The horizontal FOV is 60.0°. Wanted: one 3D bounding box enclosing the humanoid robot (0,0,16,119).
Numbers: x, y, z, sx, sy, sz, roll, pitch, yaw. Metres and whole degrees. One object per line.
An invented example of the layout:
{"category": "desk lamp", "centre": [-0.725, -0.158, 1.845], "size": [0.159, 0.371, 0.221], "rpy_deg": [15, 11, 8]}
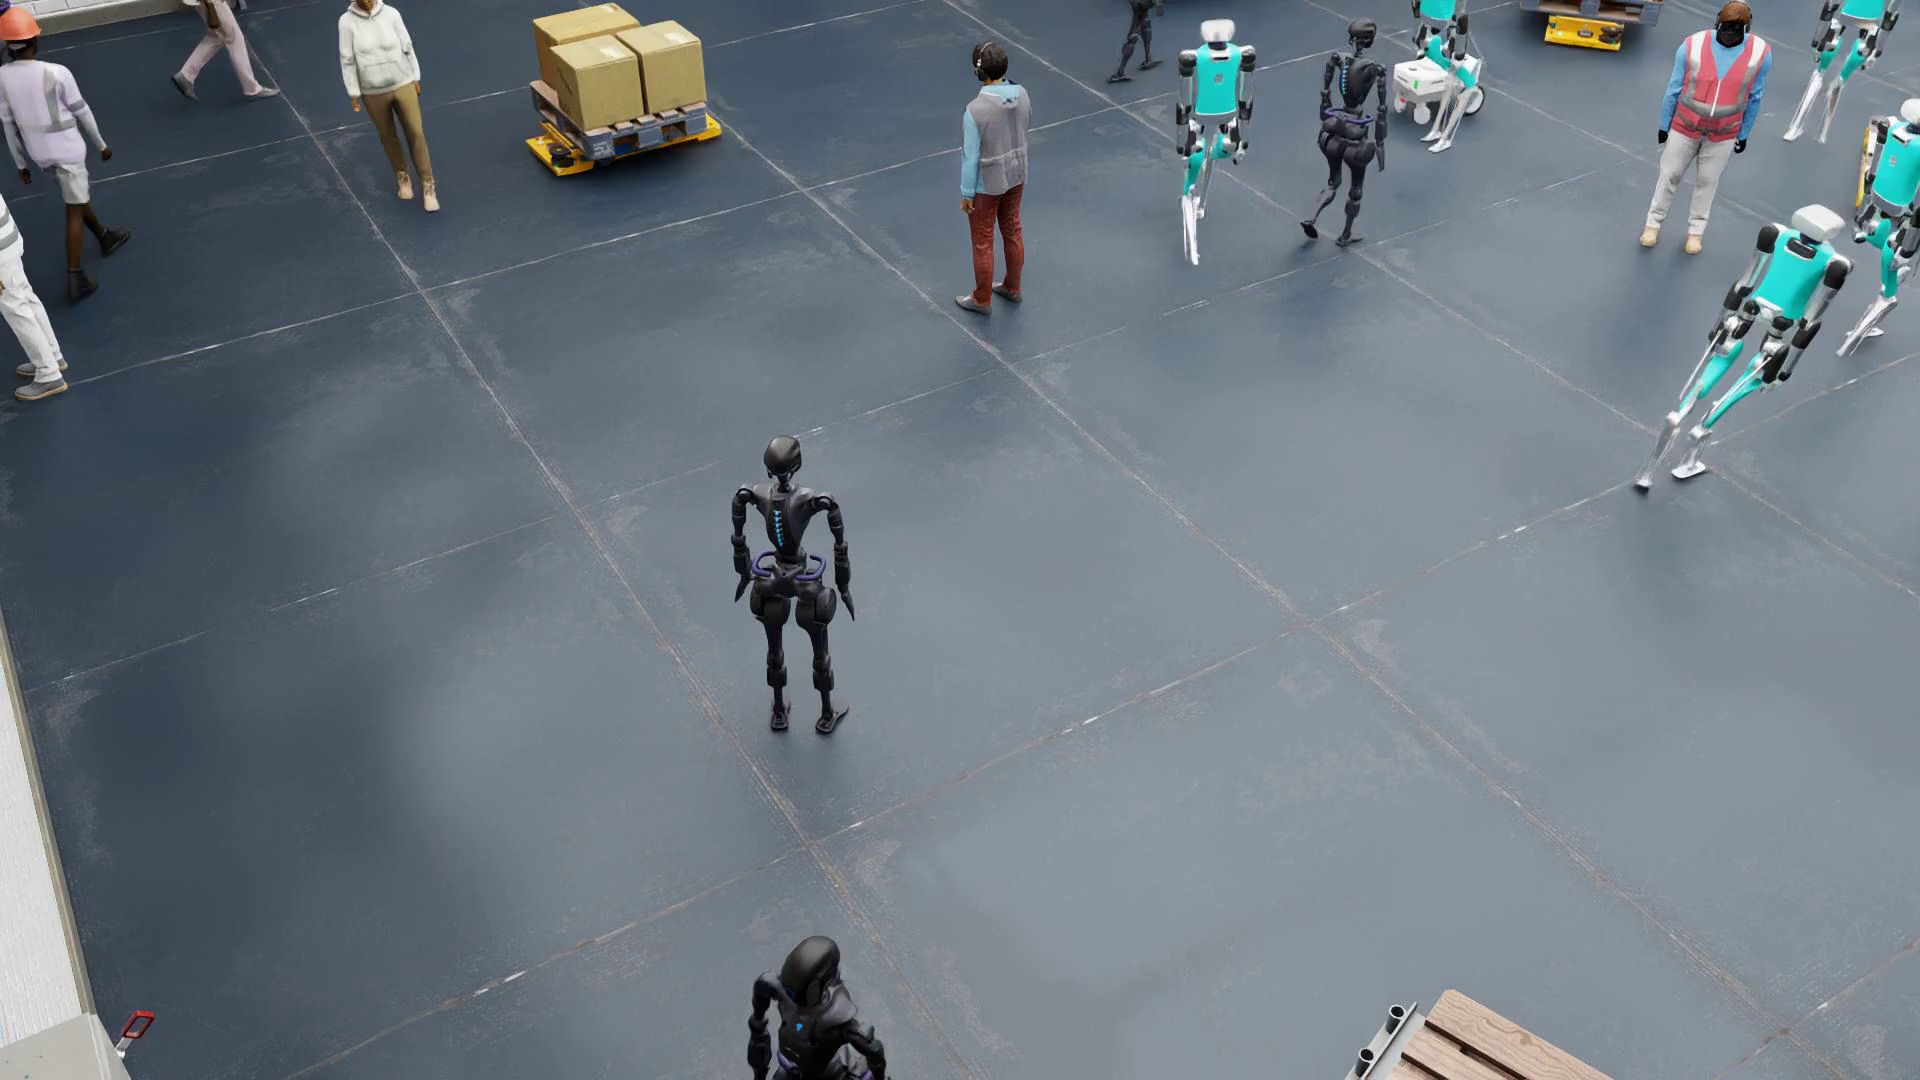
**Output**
{"category": "humanoid robot", "centre": [-7.825, -4.161, 13.439], "size": [0.761, 1.634, 0.590], "rpy_deg": [-26, 45, -29]}

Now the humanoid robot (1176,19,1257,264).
{"category": "humanoid robot", "centre": [1.749, -2.908, 11.868], "size": [0.552, 1.803, 1.073], "rpy_deg": [-2, 38, -2]}

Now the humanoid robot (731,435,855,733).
{"category": "humanoid robot", "centre": [-0.800, 0.216, 7.873], "size": [0.599, 1.657, 0.315], "rpy_deg": [7, 39, 8]}

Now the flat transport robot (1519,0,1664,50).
{"category": "flat transport robot", "centre": [5.861, -4.938, 15.523], "size": [0.659, 0.231, 1.431], "rpy_deg": [13, 40, 15]}

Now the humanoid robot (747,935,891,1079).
{"category": "humanoid robot", "centre": [-0.494, 1.928, 5.758], "size": [0.605, 1.622, 0.778], "rpy_deg": [19, 42, 23]}

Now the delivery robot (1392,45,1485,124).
{"category": "delivery robot", "centre": [4.004, -3.826, 13.905], "size": [0.785, 0.614, 0.506], "rpy_deg": [-16, 41, -19]}

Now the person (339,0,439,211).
{"category": "person", "centre": [-4.210, -3.257, 12.213], "size": [0.541, 1.746, 0.701], "rpy_deg": [-12, 40, -15]}

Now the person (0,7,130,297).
{"category": "person", "centre": [-6.178, -2.650, 11.340], "size": [0.542, 1.886, 0.991], "rpy_deg": [4, 39, 5]}

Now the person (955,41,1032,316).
{"category": "person", "centre": [0.233, -2.357, 10.978], "size": [0.534, 1.873, 0.416], "rpy_deg": [-29, 46, -31]}

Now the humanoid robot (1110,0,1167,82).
{"category": "humanoid robot", "centre": [1.591, -4.747, 14.160], "size": [0.683, 1.634, 0.603], "rpy_deg": [-13, 40, -16]}

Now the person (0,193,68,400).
{"category": "person", "centre": [-5.927, -1.748, 10.211], "size": [0.343, 1.872, 0.579], "rpy_deg": [-15, 41, -18]}

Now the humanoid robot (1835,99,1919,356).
{"category": "humanoid robot", "centre": [6.057, -1.953, 10.612], "size": [0.748, 1.819, 0.538], "rpy_deg": [-9, 39, -11]}

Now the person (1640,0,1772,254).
{"category": "person", "centre": [5.230, -2.894, 11.691], "size": [0.628, 1.835, 0.431], "rpy_deg": [13, 40, 16]}

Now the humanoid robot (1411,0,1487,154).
{"category": "humanoid robot", "centre": [3.871, -3.915, 13.063], "size": [0.792, 1.781, 0.553], "rpy_deg": [-22, 44, -26]}

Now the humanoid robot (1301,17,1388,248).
{"category": "humanoid robot", "centre": [2.719, -2.846, 11.751], "size": [0.464, 1.641, 0.598], "rpy_deg": [-29, 47, -31]}

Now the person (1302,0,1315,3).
{"category": "person", "centre": [3.134, -6.077, 15.805], "size": [0.571, 1.707, 0.931], "rpy_deg": [-24, 44, -27]}

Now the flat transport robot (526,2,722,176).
{"category": "flat transport robot", "centre": [-2.723, -3.306, 13.463], "size": [1.431, 0.231, 0.659], "rpy_deg": [-22, 44, -26]}

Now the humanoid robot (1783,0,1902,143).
{"category": "humanoid robot", "centre": [6.985, -3.925, 13.106], "size": [0.540, 1.833, 0.717], "rpy_deg": [13, 40, 16]}

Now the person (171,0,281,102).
{"category": "person", "centre": [-6.209, -4.441, 13.641], "size": [0.723, 1.827, 0.571], "rpy_deg": [-25, 45, -28]}

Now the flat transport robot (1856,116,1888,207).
{"category": "flat transport robot", "centre": [7.381, -2.893, 12.942], "size": [0.659, 0.231, 1.431], "rpy_deg": [16, 41, 20]}

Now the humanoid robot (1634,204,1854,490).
{"category": "humanoid robot", "centre": [4.334, -0.952, 9.364], "size": [0.912, 1.824, 0.582], "rpy_deg": [-23, 44, -27]}
